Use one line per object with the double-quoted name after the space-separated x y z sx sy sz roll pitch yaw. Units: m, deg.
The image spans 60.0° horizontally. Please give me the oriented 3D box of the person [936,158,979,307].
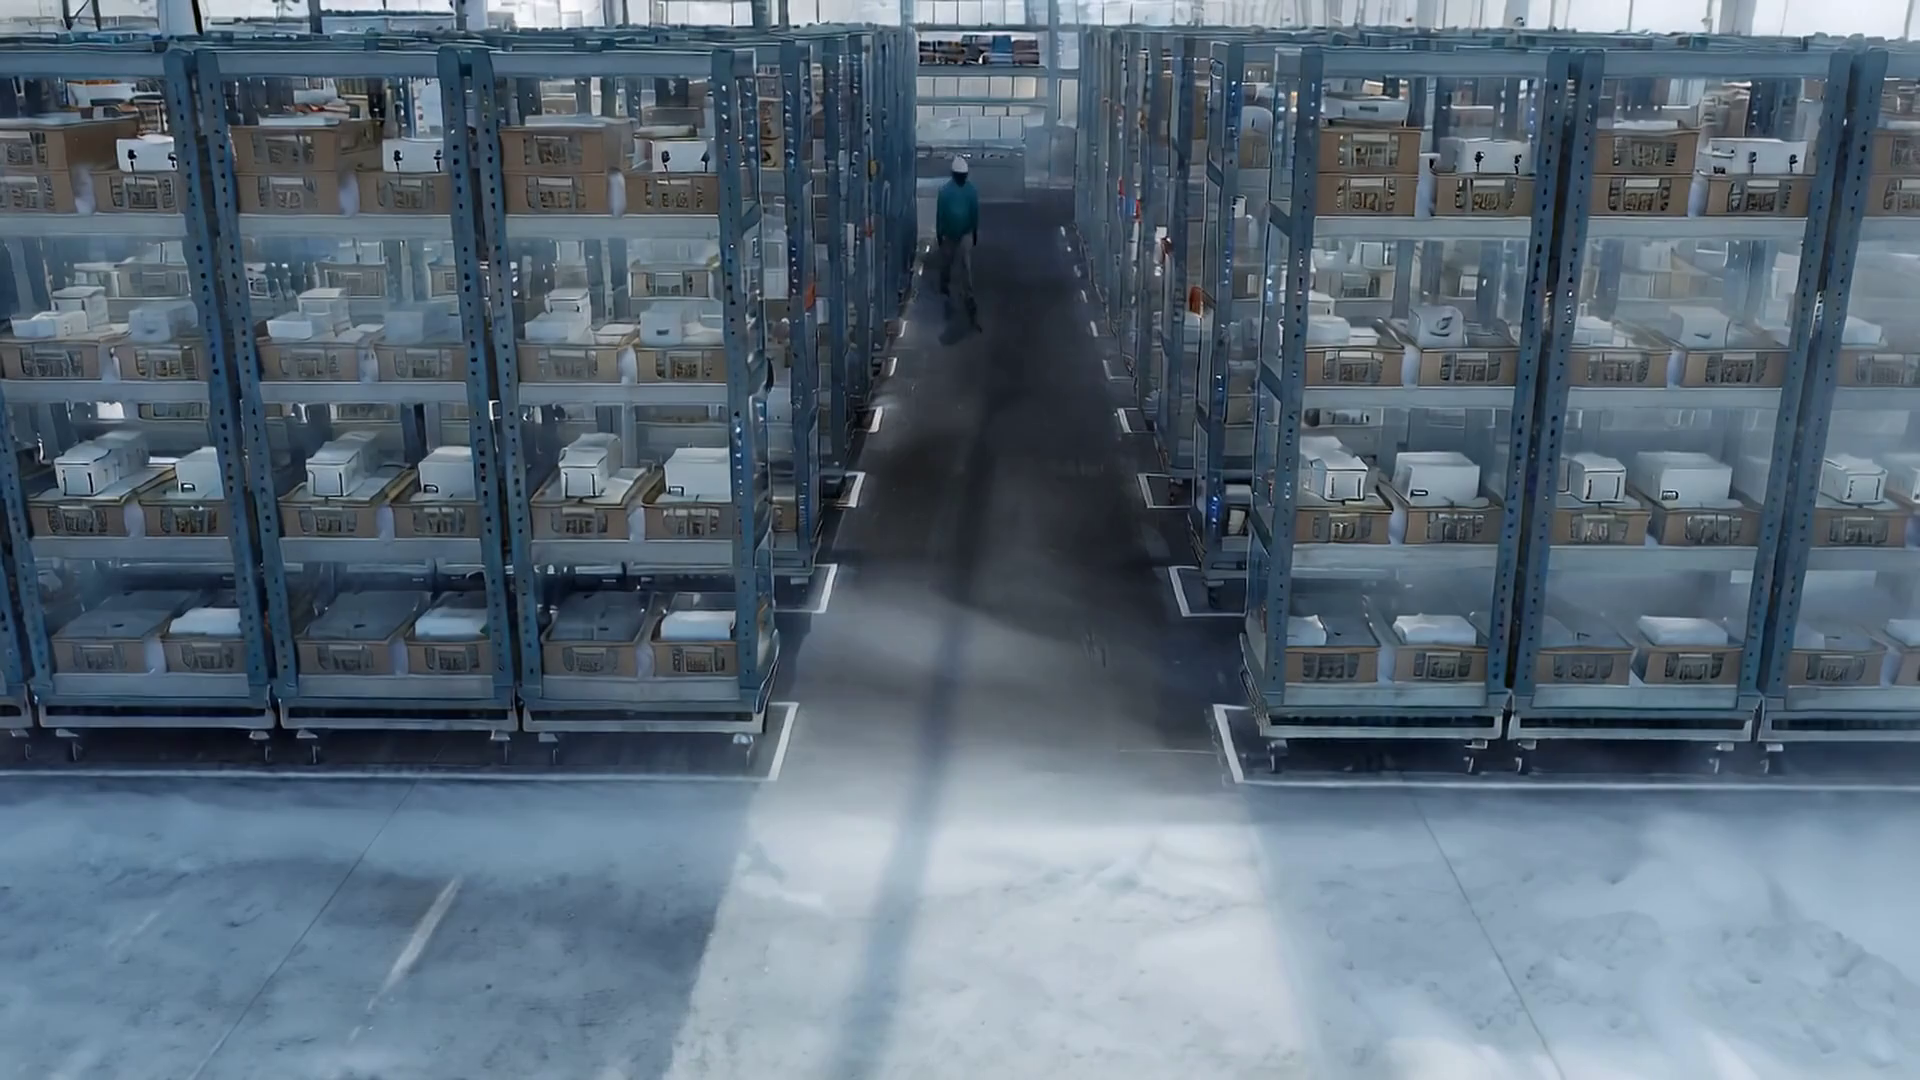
-0.059 -4.172 22.463 0.631 1.959 0.963 -6 18 -18 "person"
